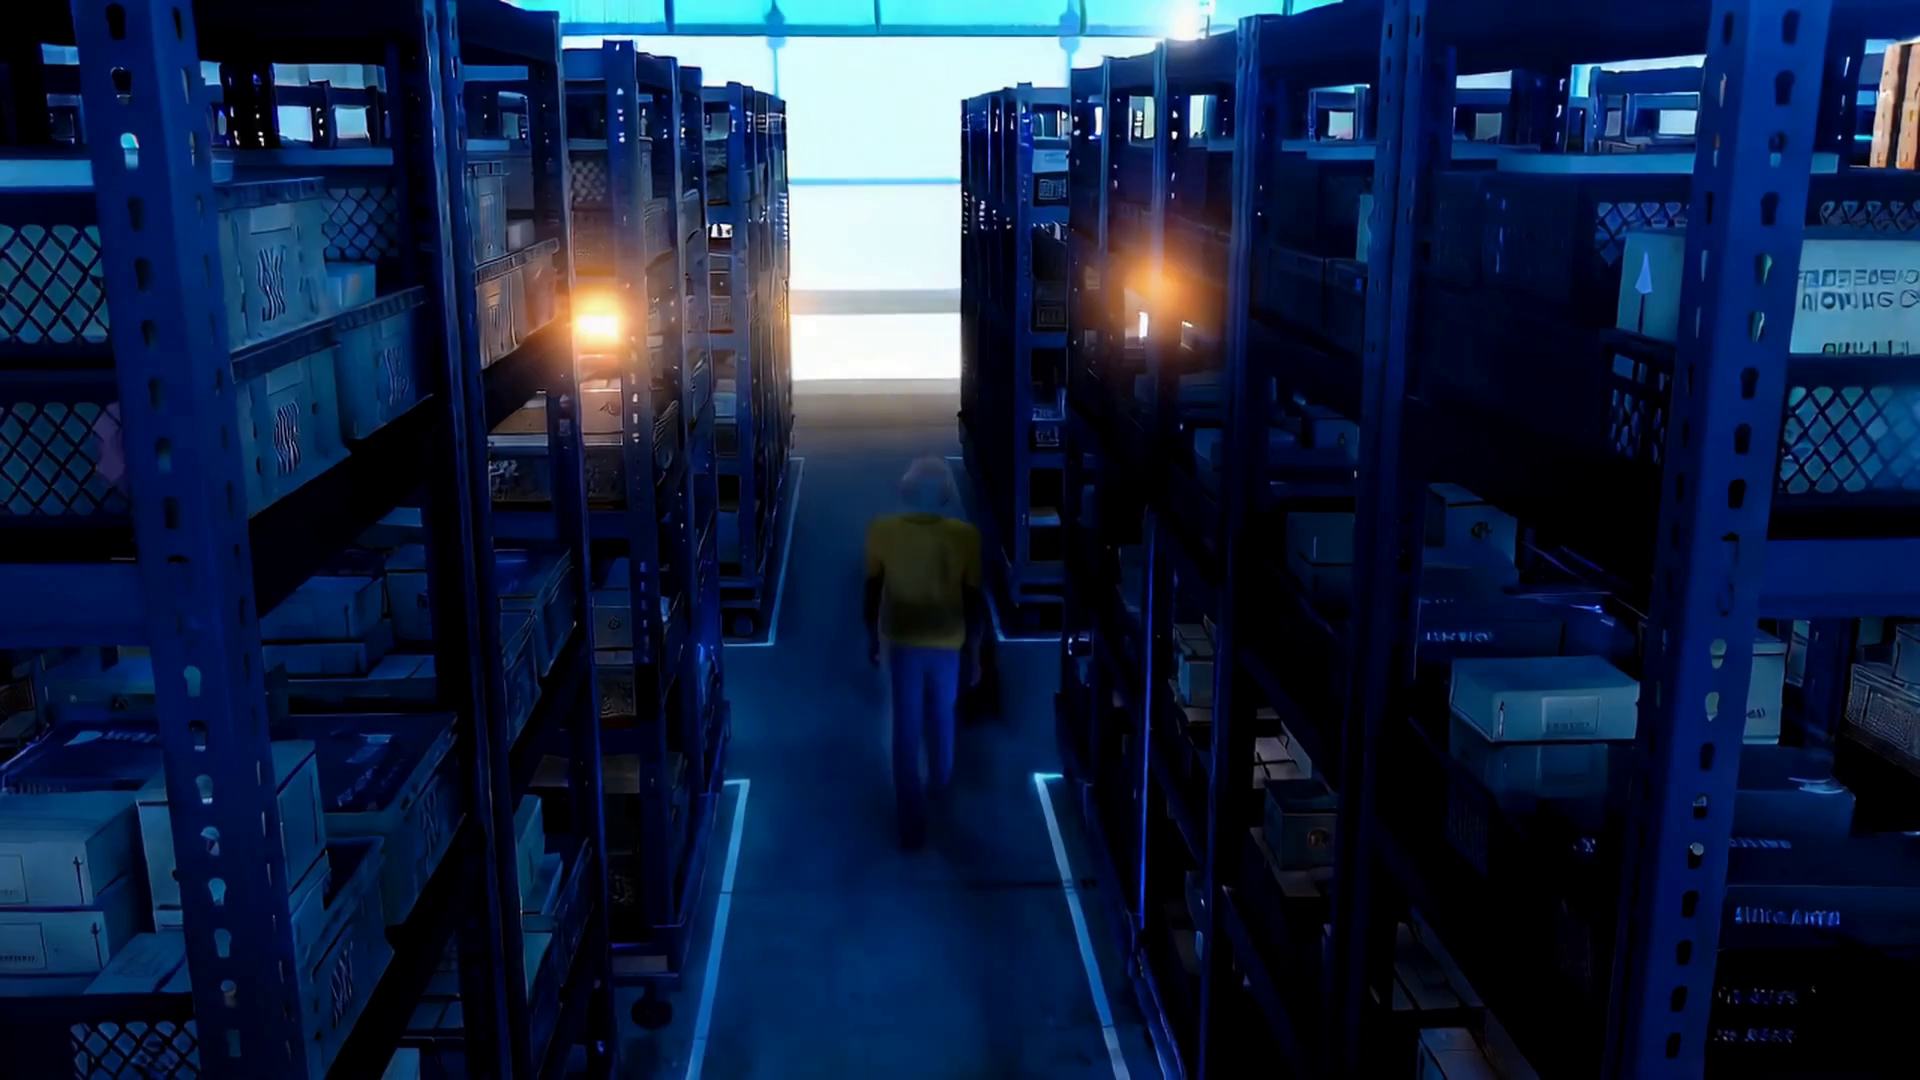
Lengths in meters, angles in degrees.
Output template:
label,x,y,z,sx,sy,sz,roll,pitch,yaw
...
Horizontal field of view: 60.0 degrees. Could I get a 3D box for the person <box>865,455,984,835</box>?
label,x,y,z,sx,sy,sz,roll,pitch,yaw
person,-0.175,0.493,8.054,0.578,1.802,0.985,0,14,1
